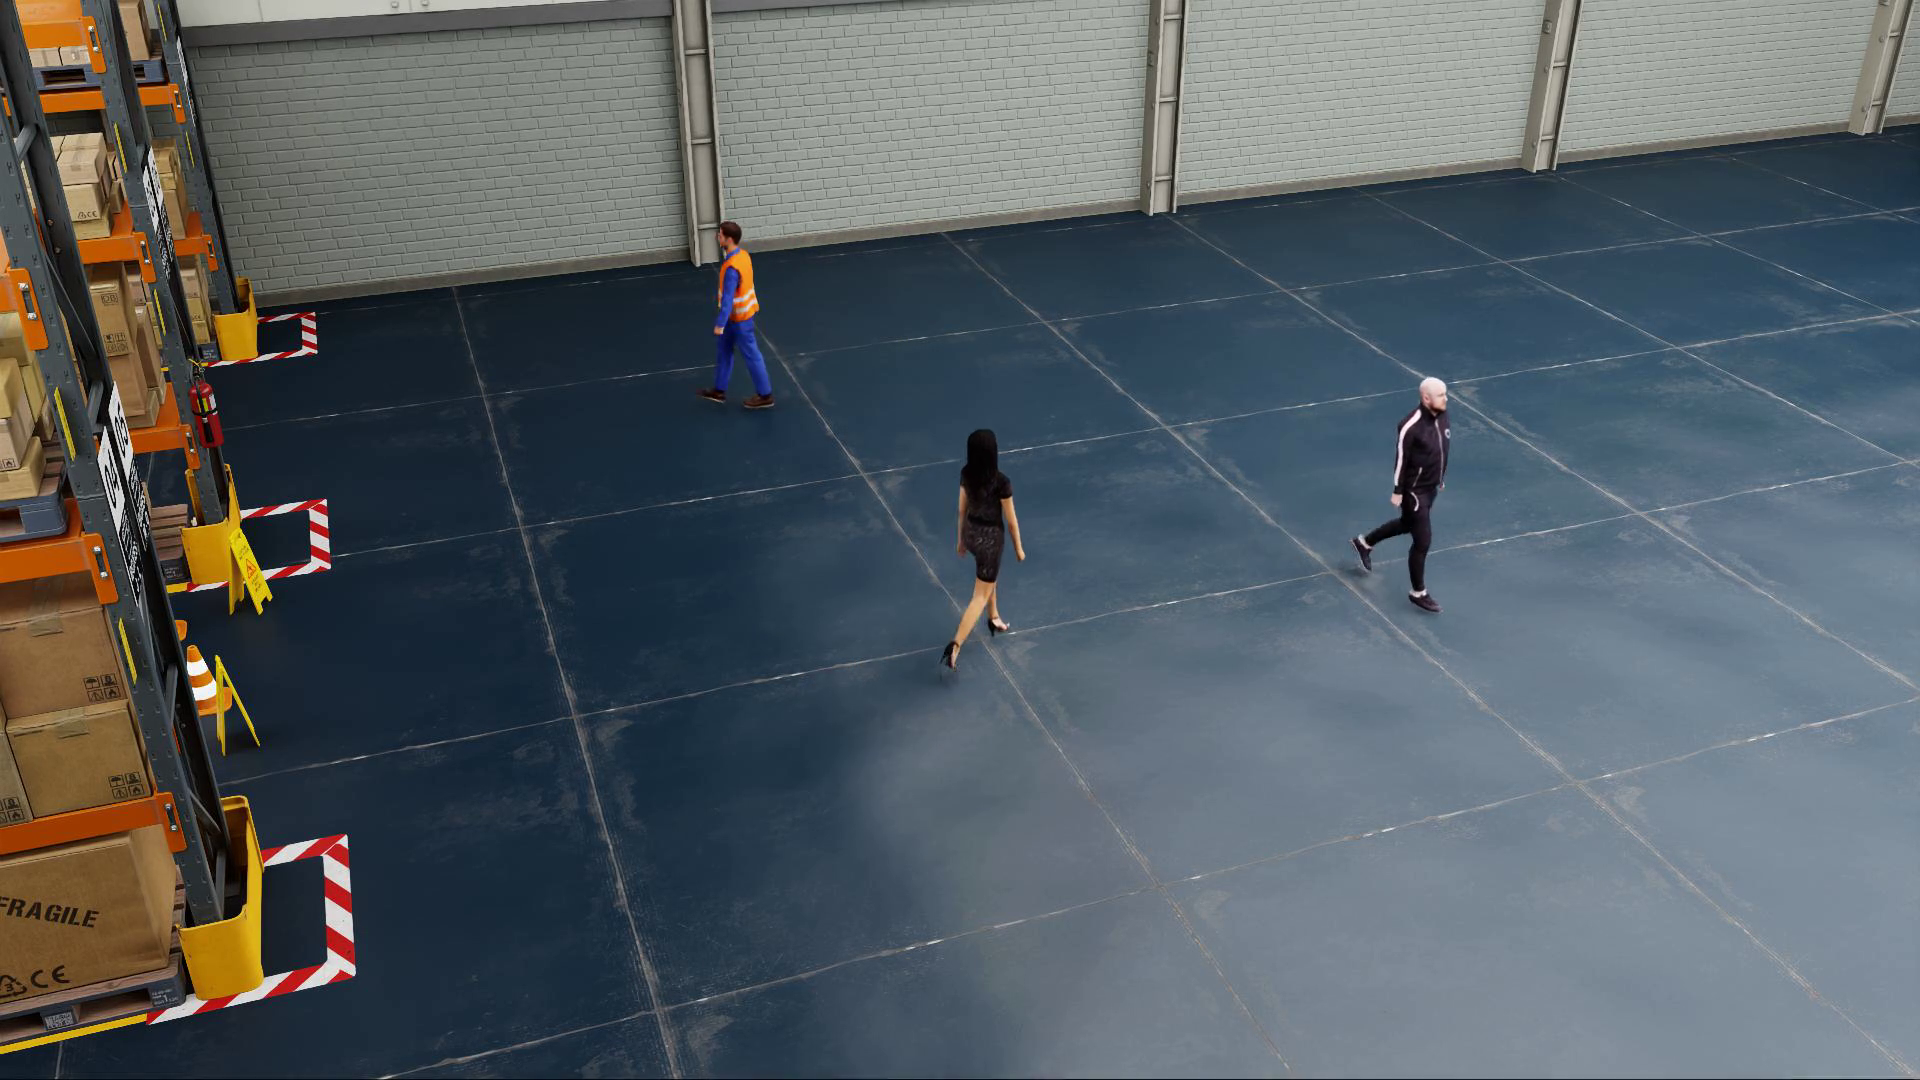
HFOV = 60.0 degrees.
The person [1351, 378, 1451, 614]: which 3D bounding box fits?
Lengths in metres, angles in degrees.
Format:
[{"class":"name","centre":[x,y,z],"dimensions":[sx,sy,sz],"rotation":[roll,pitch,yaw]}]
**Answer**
[{"class":"person","centre":[3.376,-0.402,12.595],"dimensions":[1.205,1.805,1.051],"rotation":[-25,37,-38]}]

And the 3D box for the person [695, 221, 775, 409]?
[{"class":"person","centre":[-1.999,-2.096,15.745],"dimensions":[1.104,1.834,0.910],"rotation":[-1,28,-2]}]

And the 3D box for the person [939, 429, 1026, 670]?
[{"class":"person","centre":[0.121,0.105,11.696],"dimensions":[0.948,1.754,1.189],"rotation":[23,36,36]}]
